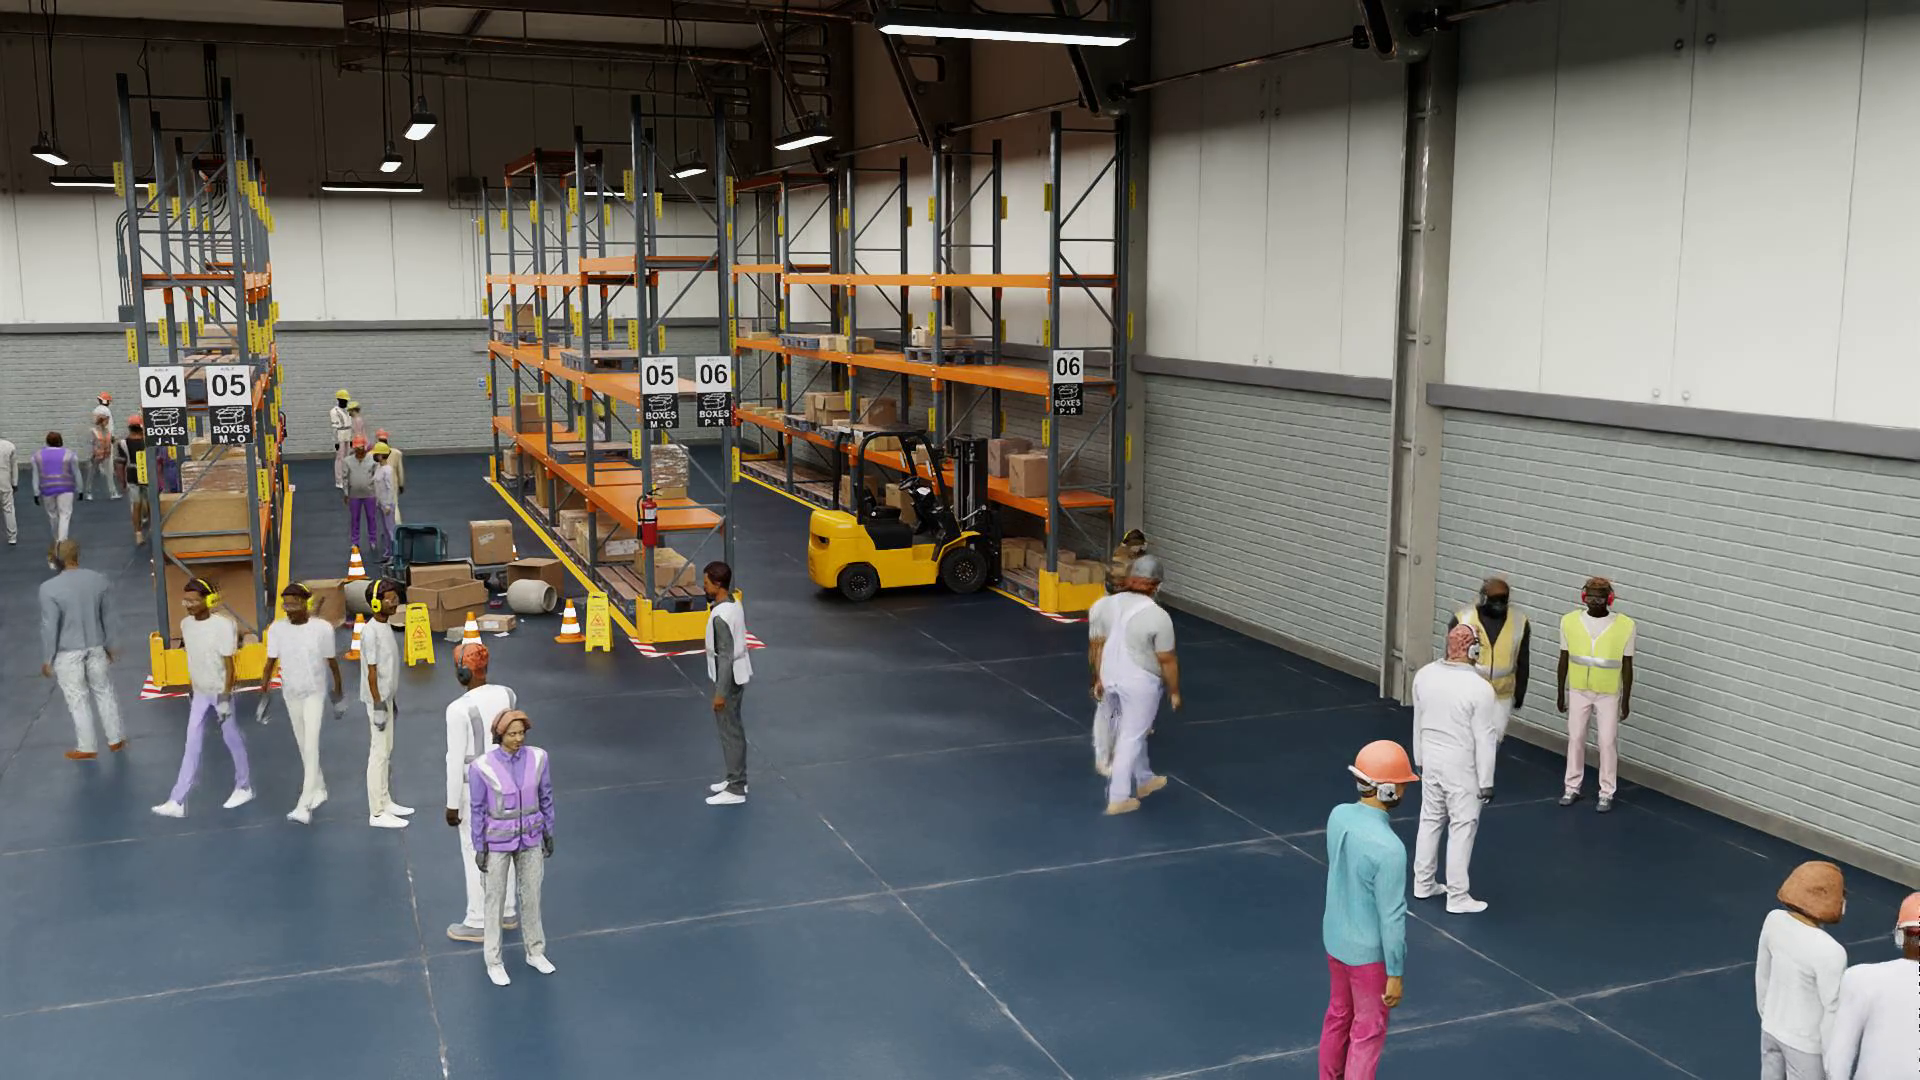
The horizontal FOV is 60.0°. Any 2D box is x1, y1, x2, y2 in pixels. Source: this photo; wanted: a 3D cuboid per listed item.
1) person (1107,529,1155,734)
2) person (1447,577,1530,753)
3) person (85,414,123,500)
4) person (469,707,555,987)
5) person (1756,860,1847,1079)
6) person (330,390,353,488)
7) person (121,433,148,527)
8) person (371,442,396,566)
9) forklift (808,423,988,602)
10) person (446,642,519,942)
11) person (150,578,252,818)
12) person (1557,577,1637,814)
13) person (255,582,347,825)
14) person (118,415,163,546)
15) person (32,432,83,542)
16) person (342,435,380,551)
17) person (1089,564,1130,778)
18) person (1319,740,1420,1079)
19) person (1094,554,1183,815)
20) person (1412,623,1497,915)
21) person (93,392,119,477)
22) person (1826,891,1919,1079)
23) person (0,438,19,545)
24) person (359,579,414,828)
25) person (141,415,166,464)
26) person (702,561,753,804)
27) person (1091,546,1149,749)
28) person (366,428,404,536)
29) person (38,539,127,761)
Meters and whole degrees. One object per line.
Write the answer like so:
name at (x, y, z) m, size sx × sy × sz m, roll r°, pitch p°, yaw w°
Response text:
person at (1.552, 0.830, 14.948) m, size 0.513 × 1.877 × 0.328 m, roll -3°, pitch 9°, yaw -17°
person at (4.150, 1.150, 13.158) m, size 0.629 × 1.819 × 0.719 m, roll 1°, pitch 9°, yaw 9°
person at (-15.847, -1.519, 30.623) m, size 0.858 × 1.589 × 0.580 m, roll 5°, pitch 10°, yaw 28°
person at (-2.618, 1.779, 9.747) m, size 0.513 × 1.633 × 0.311 m, roll -8°, pitch 12°, yaw -40°
person at (3.646, 2.178, 7.217) m, size 0.285 × 1.631 × 0.502 m, roll -1°, pitch 9°, yaw -9°
person at (-12.003, -1.968, 32.400) m, size 0.379 × 1.922 × 0.594 m, roll 1°, pitch 9°, yaw 7°
person at (-13.575, -1.008, 27.415) m, size 0.507 × 1.583 × 0.883 m, roll -4°, pitch 10°, yaw -22°
person at (-8.214, -0.512, 23.726) m, size 0.309 × 1.772 × 0.525 m, roll -7°, pitch 11°, yaw -37°
forklift at (-0.830, -0.399, 21.676) m, size 2.313 × 2.155 × 1.214 m, roll -4°, pitch 10°, yaw -21°
person at (-2.988, 1.556, 10.376) m, size 0.368 × 1.879 × 0.580 m, roll 4°, pitch 10°, yaw 23°
person at (-5.792, 1.214, 12.653) m, size 0.545 × 1.831 × 0.927 m, roll 2°, pitch 9°, yaw 15°
person at (4.909, 1.182, 12.868) m, size 0.560 × 1.837 × 0.389 m, roll 5°, pitch 11°, yaw 31°
person at (-5.009, 1.229, 12.584) m, size 0.532 × 1.818 × 0.961 m, roll 0°, pitch 9°, yaw 1°
person at (-12.638, -0.931, 25.681) m, size 0.635 × 1.982 × 1.067 m, roll -2°, pitch 9°, yaw -13°
person at (-13.586, -0.735, 25.059) m, size 0.648 × 1.793 × 0.976 m, roll -3°, pitch 9°, yaw -16°
person at (-8.984, -0.705, 24.980) m, size 0.560 × 1.753 × 0.329 m, roll -2°, pitch 9°, yaw -10°
person at (1.251, 1.070, 13.607) m, size 0.539 × 1.813 × 0.490 m, roll -5°, pitch 10°, yaw -28°
person at (1.929, 1.908, 7.828) m, size 0.406 × 1.987 × 0.608 m, roll -3°, pitch 9°, yaw -16°
person at (1.461, 1.076, 12.874) m, size 0.903 × 2.000 × 0.710 m, roll -7°, pitch 11°, yaw -37°
person at (3.230, 1.475, 10.819) m, size 0.398 × 1.900 × 0.661 m, roll -5°, pitch 10°, yaw -30°
person at (-17.569, -2.170, 34.236) m, size 0.561 × 1.743 × 0.336 m, roll 6°, pitch 11°, yaw 34°
person at (3.795, 2.229, 6.648) m, size 0.577 × 1.715 × 0.782 m, roll 7°, pitch 12°, yaw 38°
person at (-14.745, -0.849, 25.413) m, size 0.409 × 1.907 × 0.651 m, roll 8°, pitch 12°, yaw 41°
person at (-4.331, 1.216, 12.529) m, size 0.334 × 1.873 × 0.521 m, roll -1°, pitch 9°, yaw -7°
person at (-14.794, -1.496, 30.374) m, size 0.528 × 1.611 × 0.419 m, roll -8°, pitch 12°, yaw -42°
person at (-1.820, 1.111, 13.047) m, size 0.371 × 1.915 × 0.597 m, roll 0°, pitch 9°, yaw 0°
person at (1.403, 0.939, 14.506) m, size 0.940 × 1.793 × 0.511 m, roll -8°, pitch 12°, yaw -43°
person at (-9.029, -0.885, 26.172) m, size 0.577 × 1.732 × 0.596 m, roll -5°, pitch 10°, yaw -29°
person at (-7.459, 0.941, 14.168) m, size 0.339 × 1.919 × 0.762 m, roll 4°, pitch 10°, yaw 26°
